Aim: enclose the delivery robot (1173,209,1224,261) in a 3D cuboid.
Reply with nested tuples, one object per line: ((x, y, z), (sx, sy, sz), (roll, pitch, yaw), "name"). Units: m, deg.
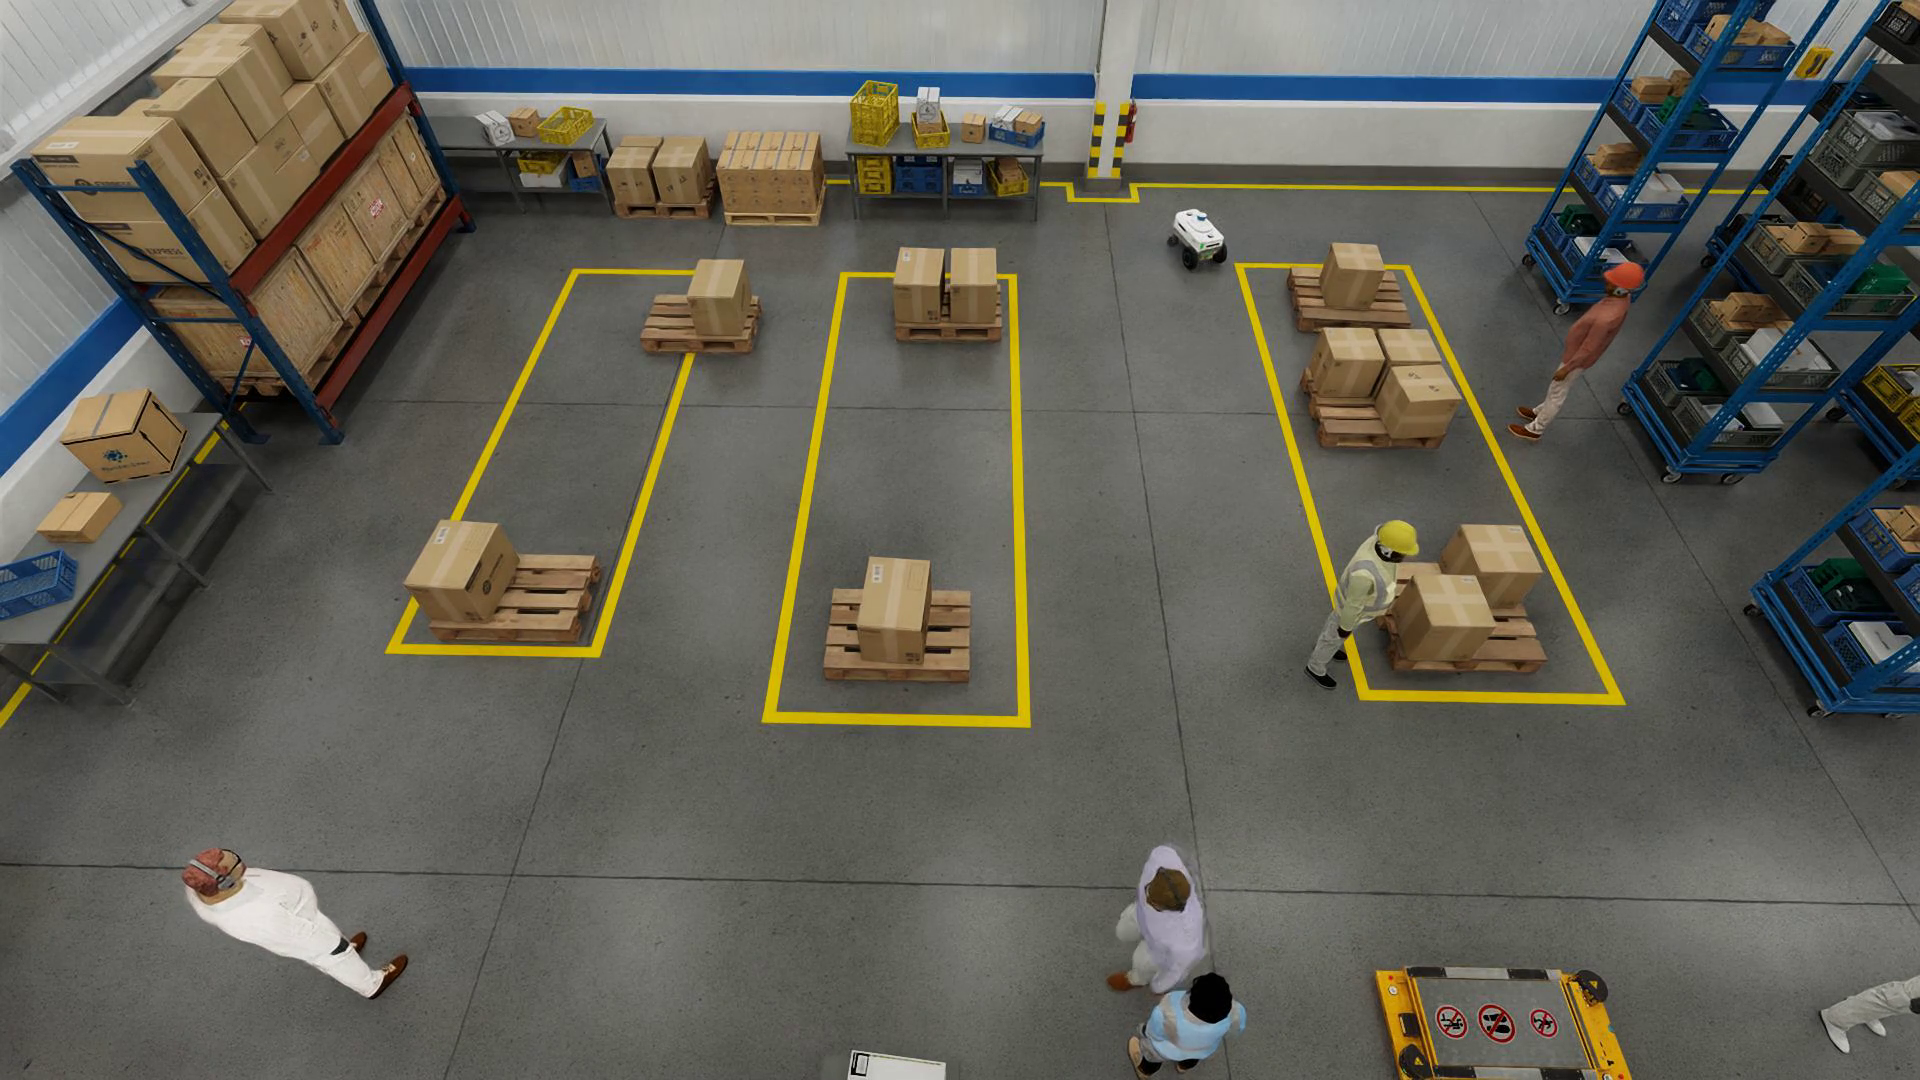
((2.948, -3.808, 11.332), (0.477, 0.478, 0.707), (-16, 53, -12), "delivery robot")

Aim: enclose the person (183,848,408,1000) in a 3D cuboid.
((-4.005, 2.311, 5.543), (0.639, 1.900, 0.401), (19, 53, 15), "person")

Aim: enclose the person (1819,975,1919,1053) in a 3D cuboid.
((5.861, 2.661, 5.420), (0.514, 1.642, 0.310), (-13, 52, -10), "person")

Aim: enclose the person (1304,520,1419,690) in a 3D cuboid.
((3.080, 0.482, 7.073), (0.404, 1.835, 0.590), (27, 56, 20), "person")

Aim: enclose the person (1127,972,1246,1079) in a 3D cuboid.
((1.279, 2.814, 5.260), (0.537, 1.696, 0.317), (-4, 51, -3), "person")

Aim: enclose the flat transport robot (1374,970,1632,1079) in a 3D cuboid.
((3.501, 3.133, 5.914), (1.431, 0.197, 0.652), (1, 51, 1), "flat transport robot")

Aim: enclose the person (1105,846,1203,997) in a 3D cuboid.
((1.230, 2.345, 5.507), (0.503, 1.911, 0.661), (-8, 51, -6), "person")

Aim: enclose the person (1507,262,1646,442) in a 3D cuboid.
((5.947, -1.795, 8.826), (0.375, 1.997, 0.612), (31, 57, 23), "person")
